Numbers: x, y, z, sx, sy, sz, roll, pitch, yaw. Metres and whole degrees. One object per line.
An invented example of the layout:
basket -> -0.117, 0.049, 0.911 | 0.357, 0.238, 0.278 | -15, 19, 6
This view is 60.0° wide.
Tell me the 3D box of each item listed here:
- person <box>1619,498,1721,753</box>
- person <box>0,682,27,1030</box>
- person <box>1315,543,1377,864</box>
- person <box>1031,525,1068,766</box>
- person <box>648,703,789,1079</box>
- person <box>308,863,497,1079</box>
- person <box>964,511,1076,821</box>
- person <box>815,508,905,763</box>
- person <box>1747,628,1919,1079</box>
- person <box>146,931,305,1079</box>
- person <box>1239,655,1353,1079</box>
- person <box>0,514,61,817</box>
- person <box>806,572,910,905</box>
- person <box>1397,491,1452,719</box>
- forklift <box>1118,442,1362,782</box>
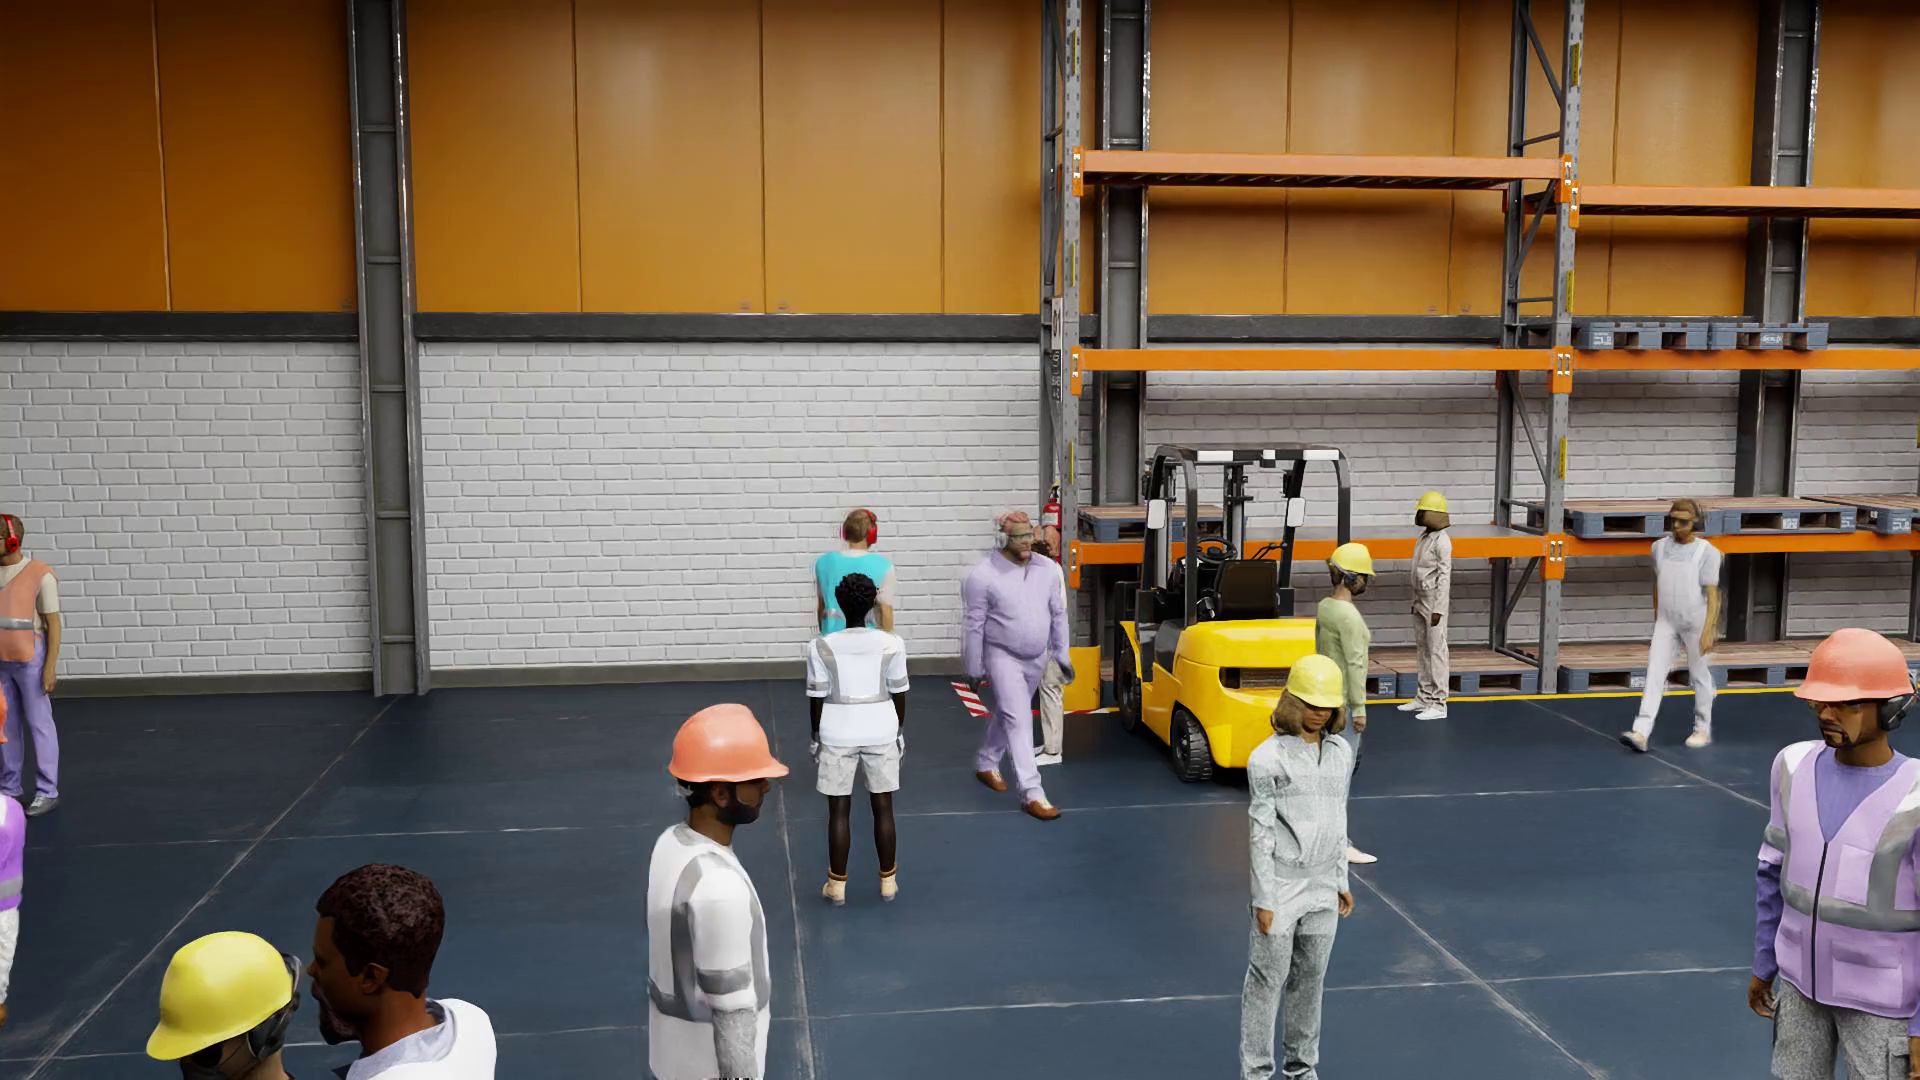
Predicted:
person -> 5.013, 0.606, 11.608 | 0.986, 1.786, 0.518 | -6, 9, -41
person -> -3.077, 1.332, 4.886 | 0.640, 1.874, 0.616 | -2, 7, -16
person -> 2.129, 0.892, 9.218 | 0.323, 1.764, 0.523 | -1, 7, -9
person -> 0.585, 0.713, 11.327 | 0.308, 1.636, 0.524 | 1, 7, 7
person -> -0.652, 1.377, 4.359 | 0.601, 1.941, 0.556 | -3, 7, -23
person -> -0.988, 1.523, 3.018 | 0.393, 1.919, 0.589 | -1, 7, -5
person -> 0.342, 0.732, 10.305 | 0.635, 1.854, 1.044 | -5, 8, -36
person -> -0.647, 0.695, 10.751 | 0.592, 1.796, 0.944 | 2, 7, 17
person -> 2.521, 1.263, 4.753 | 0.375, 2.043, 0.611 | -3, 7, -27
person -> -1.335, 1.587, 3.149 | 0.522, 1.761, 0.321 | 5, 8, 38
person -> 1.246, 1.269, 6.024 | 0.483, 1.738, 0.313 | -4, 8, -34
person -> -5.709, 0.751, 10.108 | 0.564, 1.841, 0.394 | 2, 7, 14
person -> -0.521, 1.010, 8.470 | 0.532, 1.696, 0.319 | -1, 7, -12
person -> 3.590, 0.497, 12.755 | 0.290, 1.746, 0.486 | -1, 7, -8
forklift -> 1.912, 0.418, 11.496 | 1.214, 2.155, 2.313 | -1, 7, -8
